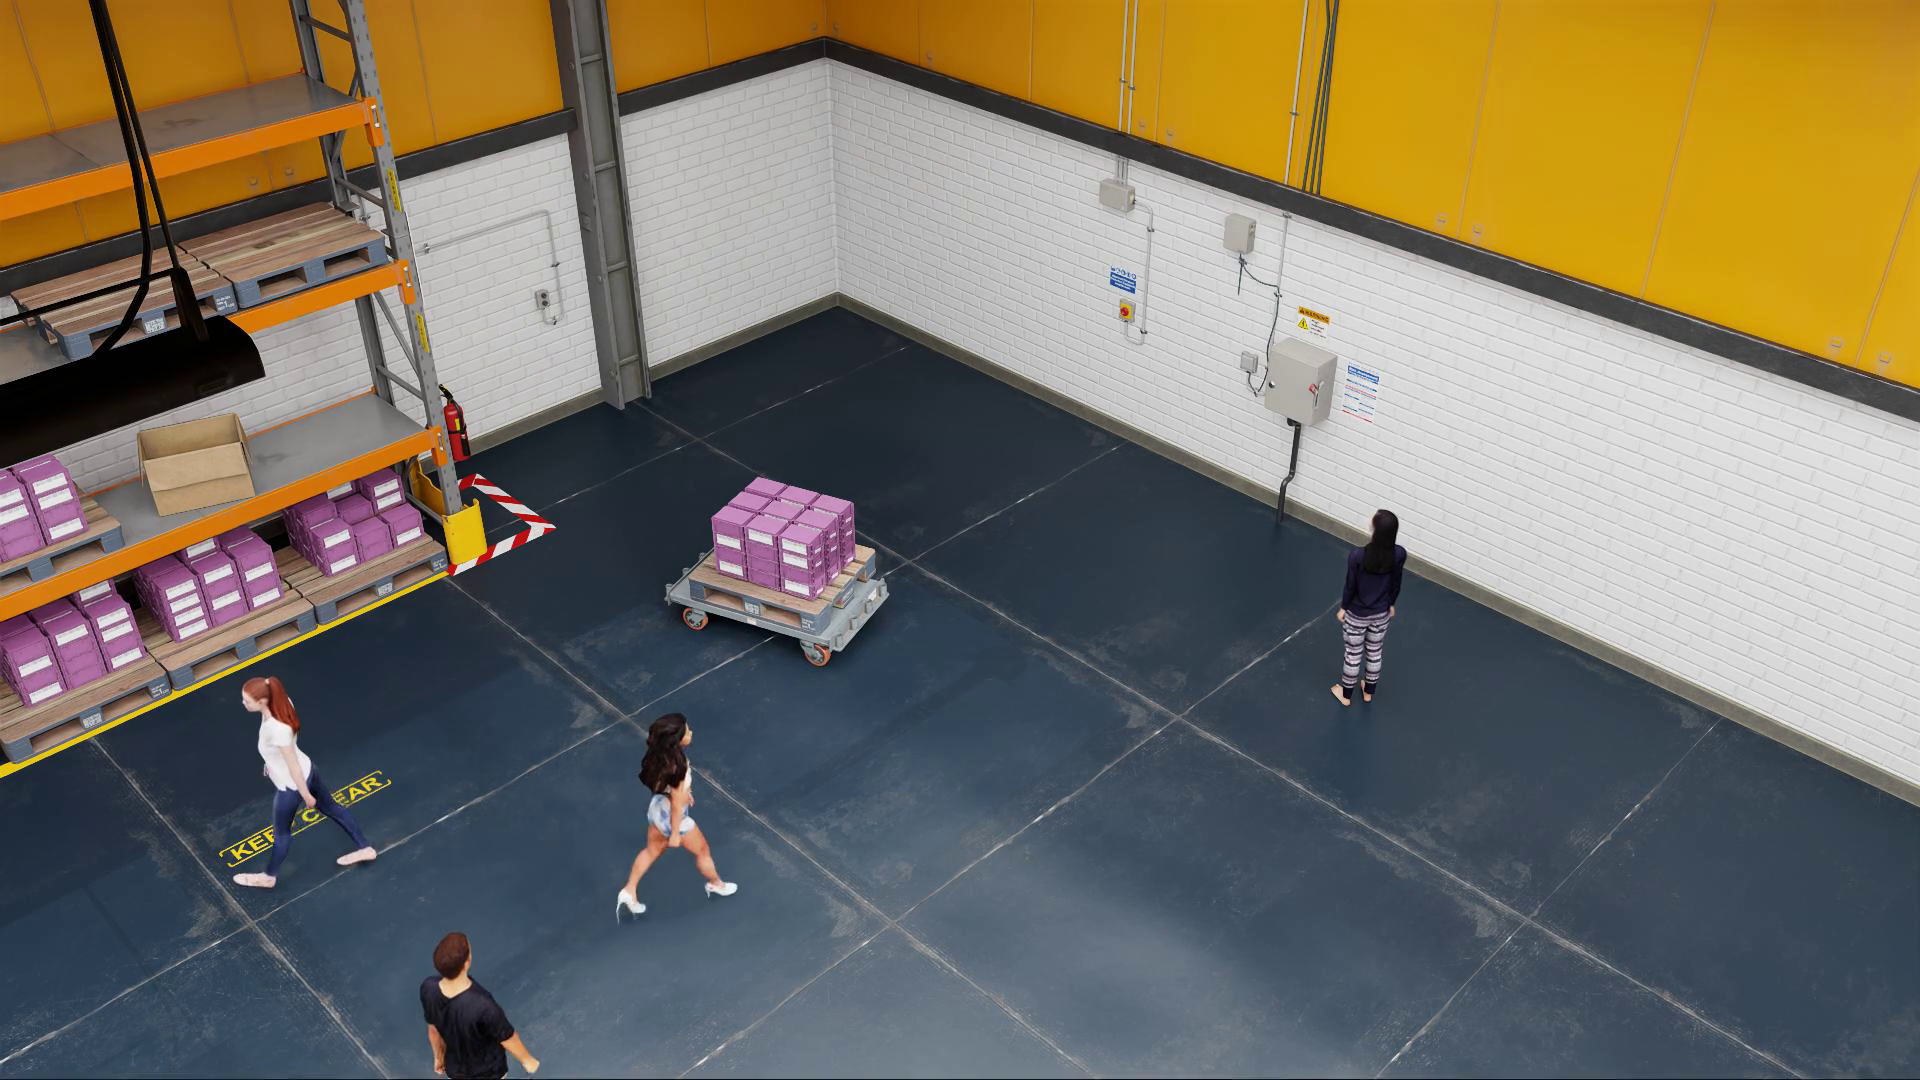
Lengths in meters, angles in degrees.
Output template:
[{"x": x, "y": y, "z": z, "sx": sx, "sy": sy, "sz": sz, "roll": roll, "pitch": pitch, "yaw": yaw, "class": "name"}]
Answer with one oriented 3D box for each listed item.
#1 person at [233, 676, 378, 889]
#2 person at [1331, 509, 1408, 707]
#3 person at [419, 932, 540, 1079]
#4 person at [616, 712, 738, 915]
[{"x": -4.258, "y": 1.567, "z": 10.941, "sx": 1.184, "sy": 1.689, "sz": 0.972, "roll": -7, "pitch": 34, "yaw": -11, "class": "person"}, {"x": 3.073, "y": 0.505, "z": 12.499, "sx": 0.649, "sy": 1.731, "sz": 0.743, "roll": -5, "pitch": 34, "yaw": -7, "class": "person"}, {"x": -2.629, "y": 2.873, "z": 8.845, "sx": 0.811, "sy": 1.834, "sz": 0.936, "roll": 16, "pitch": 37, "yaw": 23, "class": "person"}, {"x": -1.920, "y": 1.812, "z": 10.667, "sx": 1.103, "sy": 1.583, "sz": 0.831, "roll": -12, "pitch": 36, "yaw": -18, "class": "person"}]
